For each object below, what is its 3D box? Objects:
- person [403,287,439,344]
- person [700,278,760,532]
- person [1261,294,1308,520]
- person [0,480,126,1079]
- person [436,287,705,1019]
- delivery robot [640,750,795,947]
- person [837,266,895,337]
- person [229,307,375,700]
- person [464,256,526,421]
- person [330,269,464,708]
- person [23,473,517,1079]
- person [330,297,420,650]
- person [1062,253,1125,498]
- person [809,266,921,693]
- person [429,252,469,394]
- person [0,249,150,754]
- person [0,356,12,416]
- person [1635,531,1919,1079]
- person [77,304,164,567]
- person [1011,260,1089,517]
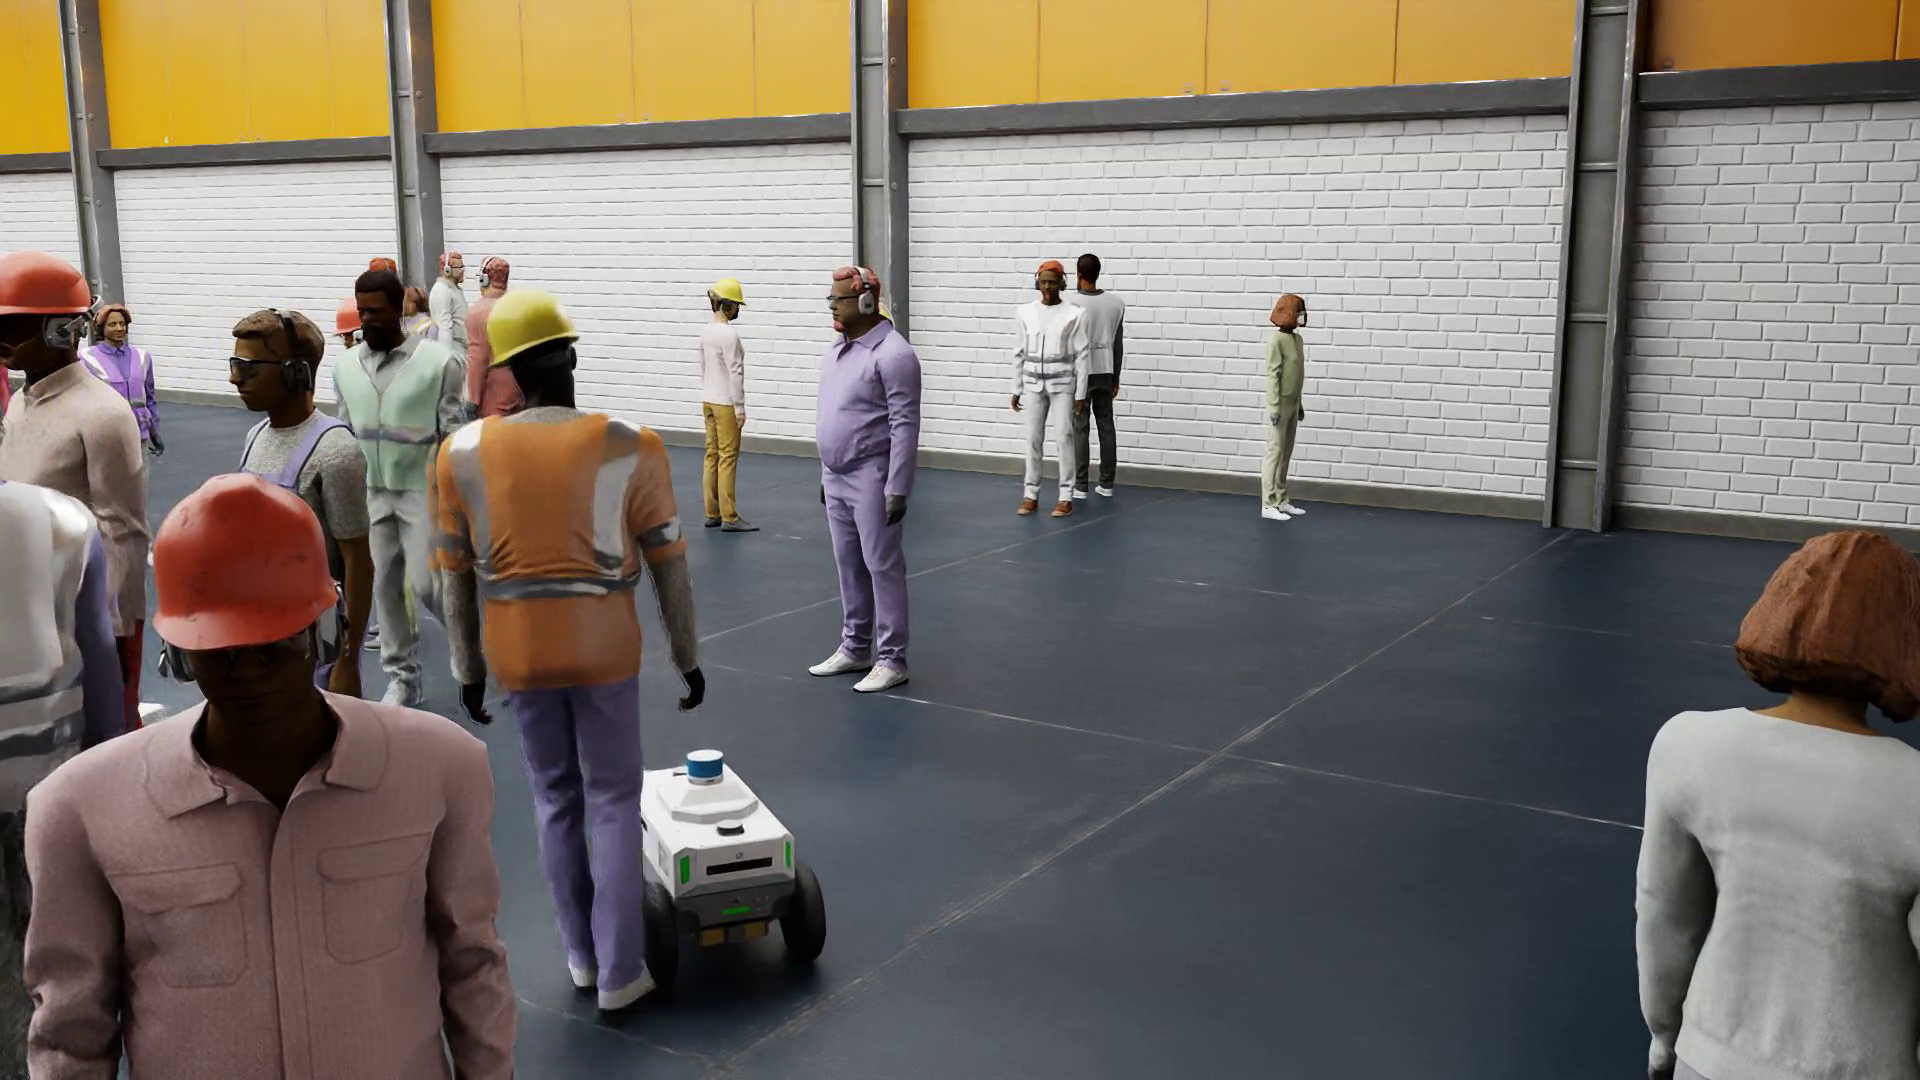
[{"bbox_3d":[-4.612,-1.345,14.242,0.506,1.632,0.317,9,13,40],"label":"person"},{"bbox_3d":[-1.627,-0.935,11.599,0.322,1.761,0.522,-7,12,-33],"label":"person"},{"bbox_3d":[2.375,-0.968,12.125,0.279,1.633,0.505,7,12,33],"label":"person"},{"bbox_3d":[-2.191,0.485,3.566,0.732,1.809,0.620,6,12,32],"label":"person"},{"bbox_3d":[-1.015,0.295,4.365,0.652,1.900,0.436,0,10,-1],"label":"person"},{"bbox_3d":[-0.728,0.848,4.789,0.477,0.478,0.707,-4,11,-23],"label":"delivery robot"},{"bbox_3d":[-0.687,-1.026,11.884,0.429,1.838,0.622,-4,11,-19],"label":"person"},{"bbox_3d":[-1.796,0.293,4.547,0.509,1.846,0.342,8,13,36],"label":"person"},{"bbox_3d":[-3.271,-1.046,11.796,0.408,1.909,0.638,5,12,27],"label":"person"},{"bbox_3d":[-2.365,-0.208,7.158,0.615,1.898,0.578,2,10,12],"label":"person"},{"bbox_3d":[-0.836,0.782,2.094,0.575,1.749,0.333,-5,11,-26],"label":"person"},{"bbox_3d":[-2.903,-0.328,8.264,0.346,1.742,0.570,-3,11,-17],"label":"person"},{"bbox_3d":[1.020,-1.280,13.061,0.587,1.920,0.393,-5,11,-24],"label":"person"},{"bbox_3d":[-0.456,-0.271,7.504,0.403,1.906,0.652,-7,13,-36],"label":"person"},{"bbox_3d":[-4.808,-1.775,15.840,0.401,1.906,0.649,-2,10,-9],"label":"person"},{"bbox_3d":[-2.463,0.207,4.613,0.609,1.995,0.376,7,13,35],"label":"person"},{"bbox_3d":[-9.902,-1.838,16.938,0.278,1.634,0.499,4,11,21],"label":"person"},{"bbox_3d":[1.197,0.792,2.370,0.280,1.633,0.498,-7,13,-36],"label":"person"},{"bbox_3d":[-5.132,-0.614,10.155,0.312,1.639,0.518,7,12,32],"label":"person"},{"bbox_3d":[0.665,-1.106,12.222,0.581,1.879,0.344,5,11,24],"label":"person"}]
